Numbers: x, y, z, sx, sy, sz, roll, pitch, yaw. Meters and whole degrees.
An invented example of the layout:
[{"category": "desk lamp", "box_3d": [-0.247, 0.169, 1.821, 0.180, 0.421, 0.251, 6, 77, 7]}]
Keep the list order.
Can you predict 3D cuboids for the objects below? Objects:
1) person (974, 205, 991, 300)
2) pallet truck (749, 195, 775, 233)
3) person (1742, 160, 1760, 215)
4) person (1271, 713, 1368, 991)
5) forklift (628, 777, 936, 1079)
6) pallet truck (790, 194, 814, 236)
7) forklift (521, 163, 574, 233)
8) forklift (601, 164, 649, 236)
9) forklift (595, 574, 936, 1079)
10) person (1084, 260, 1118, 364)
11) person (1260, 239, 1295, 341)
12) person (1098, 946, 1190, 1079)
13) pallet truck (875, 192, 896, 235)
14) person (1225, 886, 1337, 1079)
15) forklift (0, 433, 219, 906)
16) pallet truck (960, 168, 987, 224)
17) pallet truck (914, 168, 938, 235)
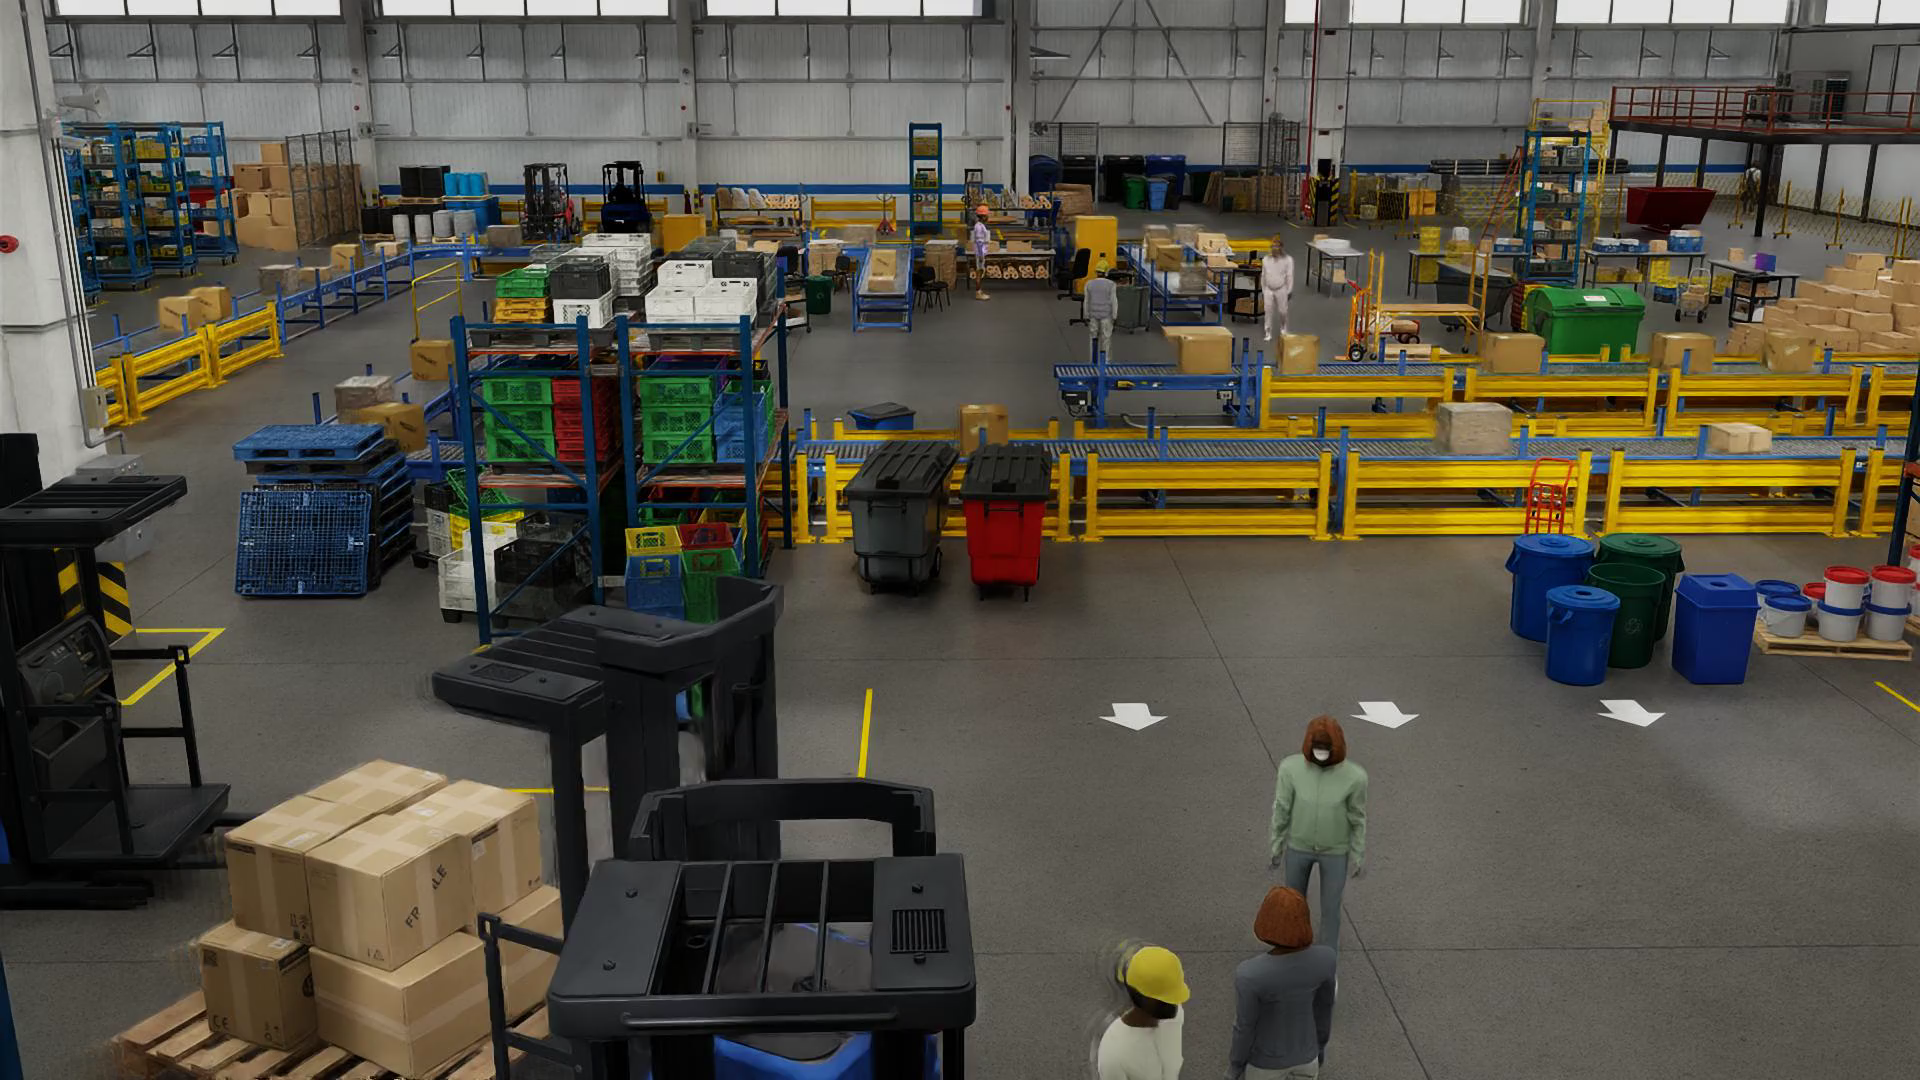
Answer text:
[{"category": "person", "box_3d": [0.485, -6.279, 36.387, 0.370, 2.048, 0.607, 1, 16, 4]}, {"category": "pallet truck", "box_3d": [-6.051, -9.967, 50.660, 0.680, 1.201, 1.601, 0, 16, -1]}, {"category": "person", "box_3d": [27.033, -12.039, 56.769, 0.328, 1.842, 0.516, -10, 19, -31]}, {"category": "person", "box_3d": [1.993, 1.730, 9.283, 0.507, 1.631, 0.266, 5, 17, 15]}, {"category": "forklift", "box_3d": [-0.542, 2.165, 5.552, 1.129, 2.768, 1.873, -1, 16, -2]}, {"category": "pallet truck", "box_3d": [-4.814, -9.883, 50.259, 0.704, 1.261, 1.522, -1, 16, -3]}, {"category": "forklift", "box_3d": [-12.233, -10.122, 49.298, 1.157, 1.987, 2.680, 0, 16, -1]}, {"category": "forklift", "box_3d": [-9.948, -10.127, 49.296, 1.157, 1.987, 2.680, -1, 16, -3]}, {"category": "forklift", "box_3d": [-1.130, 1.611, 7.476, 1.873, 2.768, 1.129, 8, 18, 26]}, {"category": "person", "box_3d": [2.402, -3.819, 28.214, 0.588, 1.835, 0.403, 7, 18, 24]}, {"category": "person", "box_3d": [5.943, -4.701, 31.175, 0.640, 1.893, 0.692, 7, 17, 23]}, {"category": "person", "box_3d": [0.802, 2.440, 6.628, 0.537, 1.737, 0.788, -14, 21, -41]}, {"category": "pallet truck", "box_3d": [-2.277, -9.986, 50.594, 0.653, 1.274, 1.630, 0, 16, -1]}, {"category": "person", "box_3d": [1.408, 2.287, 7.347, 0.498, 1.634, 0.281, -6, 17, -20]}, {"category": "forklift", "box_3d": [-5.952, 0.780, 10.366, 1.873, 2.768, 1.129, 0, 16, -1]}, {"category": "pallet truck", "box_3d": [0.383, -10.230, 50.206, 0.823, 1.965, 1.885, -1, 16, -3]}, {"category": "pallet truck", "box_3d": [-0.989, -10.316, 50.507, 0.823, 1.965, 1.885, 1, 16, 3]}]
